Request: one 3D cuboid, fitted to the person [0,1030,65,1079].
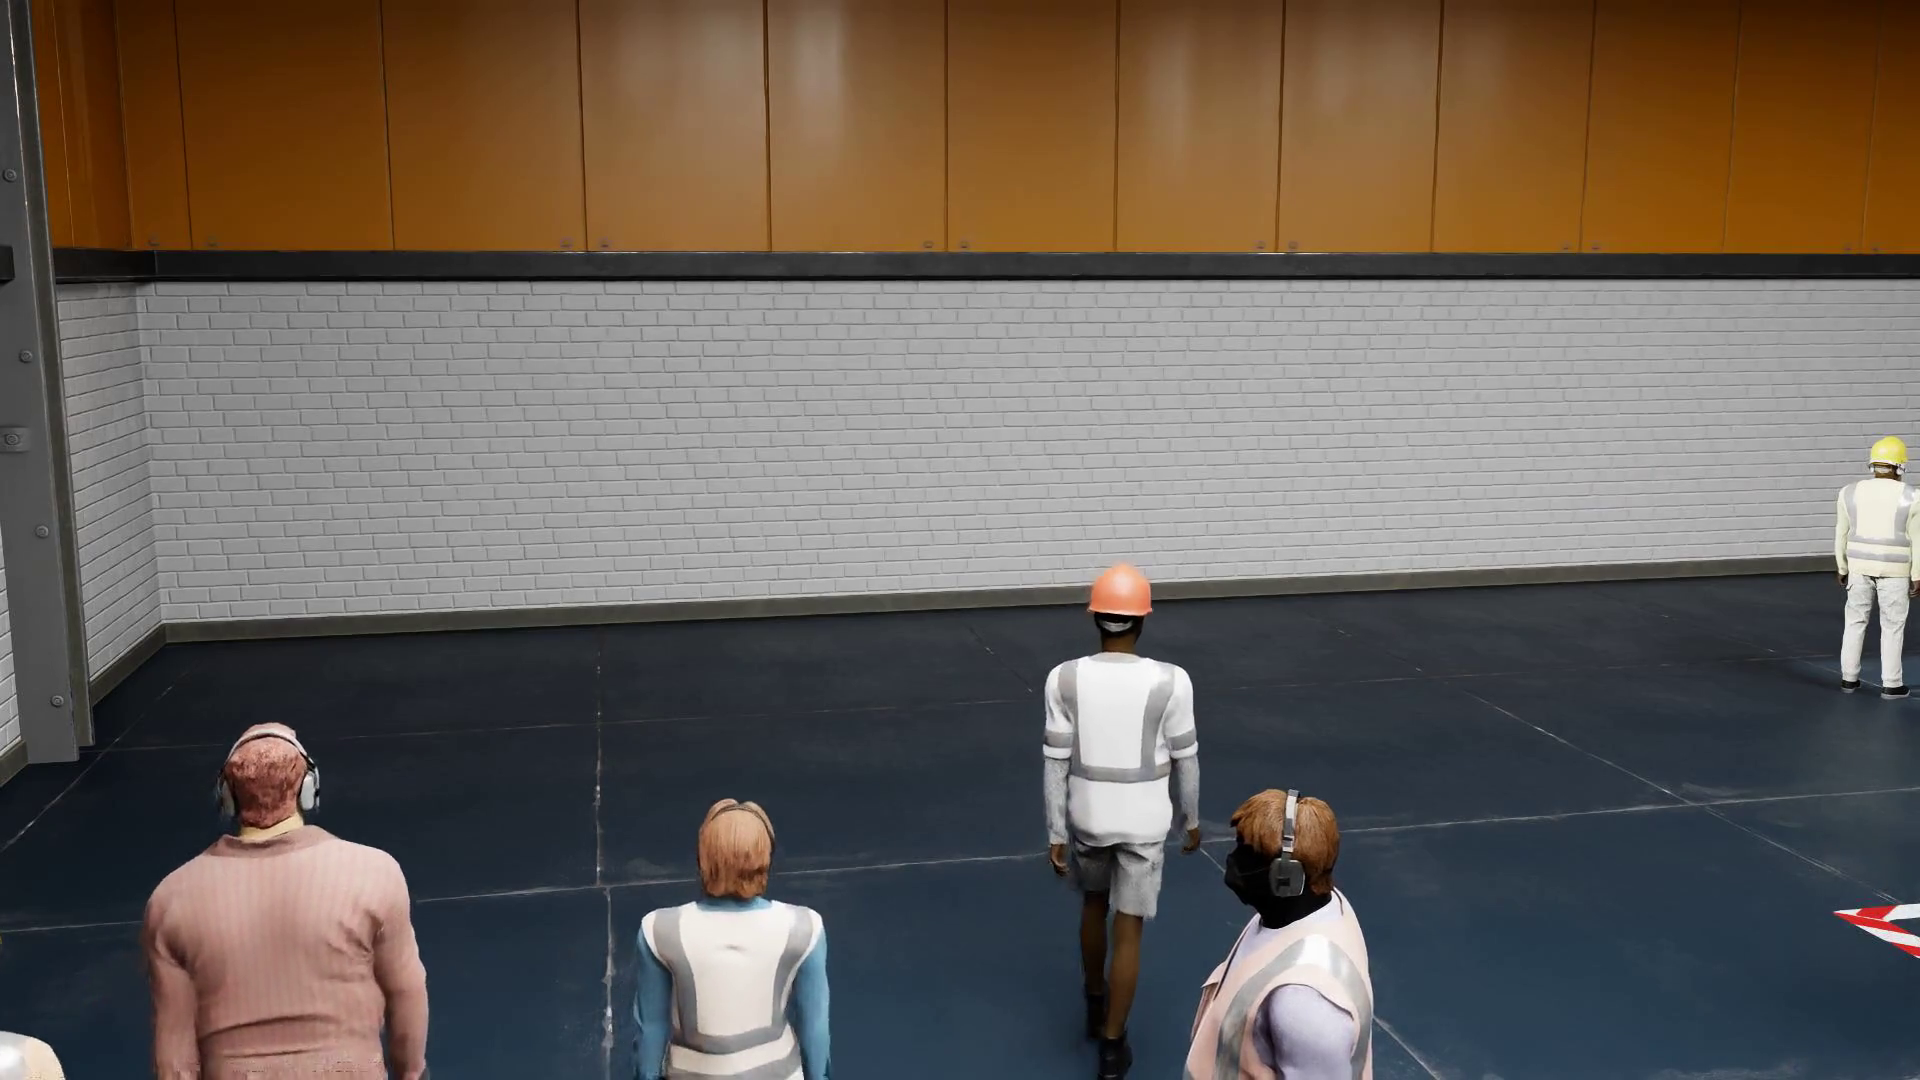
[{"bbox_3d":[-1.995,1.569,3.102,0.665,1.884,0.622,-5,11,-28],"label":"person"}]

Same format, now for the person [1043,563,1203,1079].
[{"bbox_3d":[0.630,1.026,6.300,0.557,1.911,0.767,3,10,18],"label":"person"}]

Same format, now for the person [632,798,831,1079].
[{"bbox_3d":[-0.585,1.490,4.356,0.524,1.620,0.550,-2,10,-13],"label":"person"}]

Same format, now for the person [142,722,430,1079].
[{"bbox_3d":[-1.690,1.396,4.228,0.631,1.869,0.995,-1,9,-7],"label":"person"}]

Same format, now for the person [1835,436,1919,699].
[{"bbox_3d":[6.440,0.192,11.628,0.403,1.837,0.586,-9,13,-43],"label":"person"}]

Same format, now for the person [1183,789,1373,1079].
[{"bbox_3d":[0.725,1.467,3.840,0.429,1.845,0.621,2,9,10],"label":"person"}]
